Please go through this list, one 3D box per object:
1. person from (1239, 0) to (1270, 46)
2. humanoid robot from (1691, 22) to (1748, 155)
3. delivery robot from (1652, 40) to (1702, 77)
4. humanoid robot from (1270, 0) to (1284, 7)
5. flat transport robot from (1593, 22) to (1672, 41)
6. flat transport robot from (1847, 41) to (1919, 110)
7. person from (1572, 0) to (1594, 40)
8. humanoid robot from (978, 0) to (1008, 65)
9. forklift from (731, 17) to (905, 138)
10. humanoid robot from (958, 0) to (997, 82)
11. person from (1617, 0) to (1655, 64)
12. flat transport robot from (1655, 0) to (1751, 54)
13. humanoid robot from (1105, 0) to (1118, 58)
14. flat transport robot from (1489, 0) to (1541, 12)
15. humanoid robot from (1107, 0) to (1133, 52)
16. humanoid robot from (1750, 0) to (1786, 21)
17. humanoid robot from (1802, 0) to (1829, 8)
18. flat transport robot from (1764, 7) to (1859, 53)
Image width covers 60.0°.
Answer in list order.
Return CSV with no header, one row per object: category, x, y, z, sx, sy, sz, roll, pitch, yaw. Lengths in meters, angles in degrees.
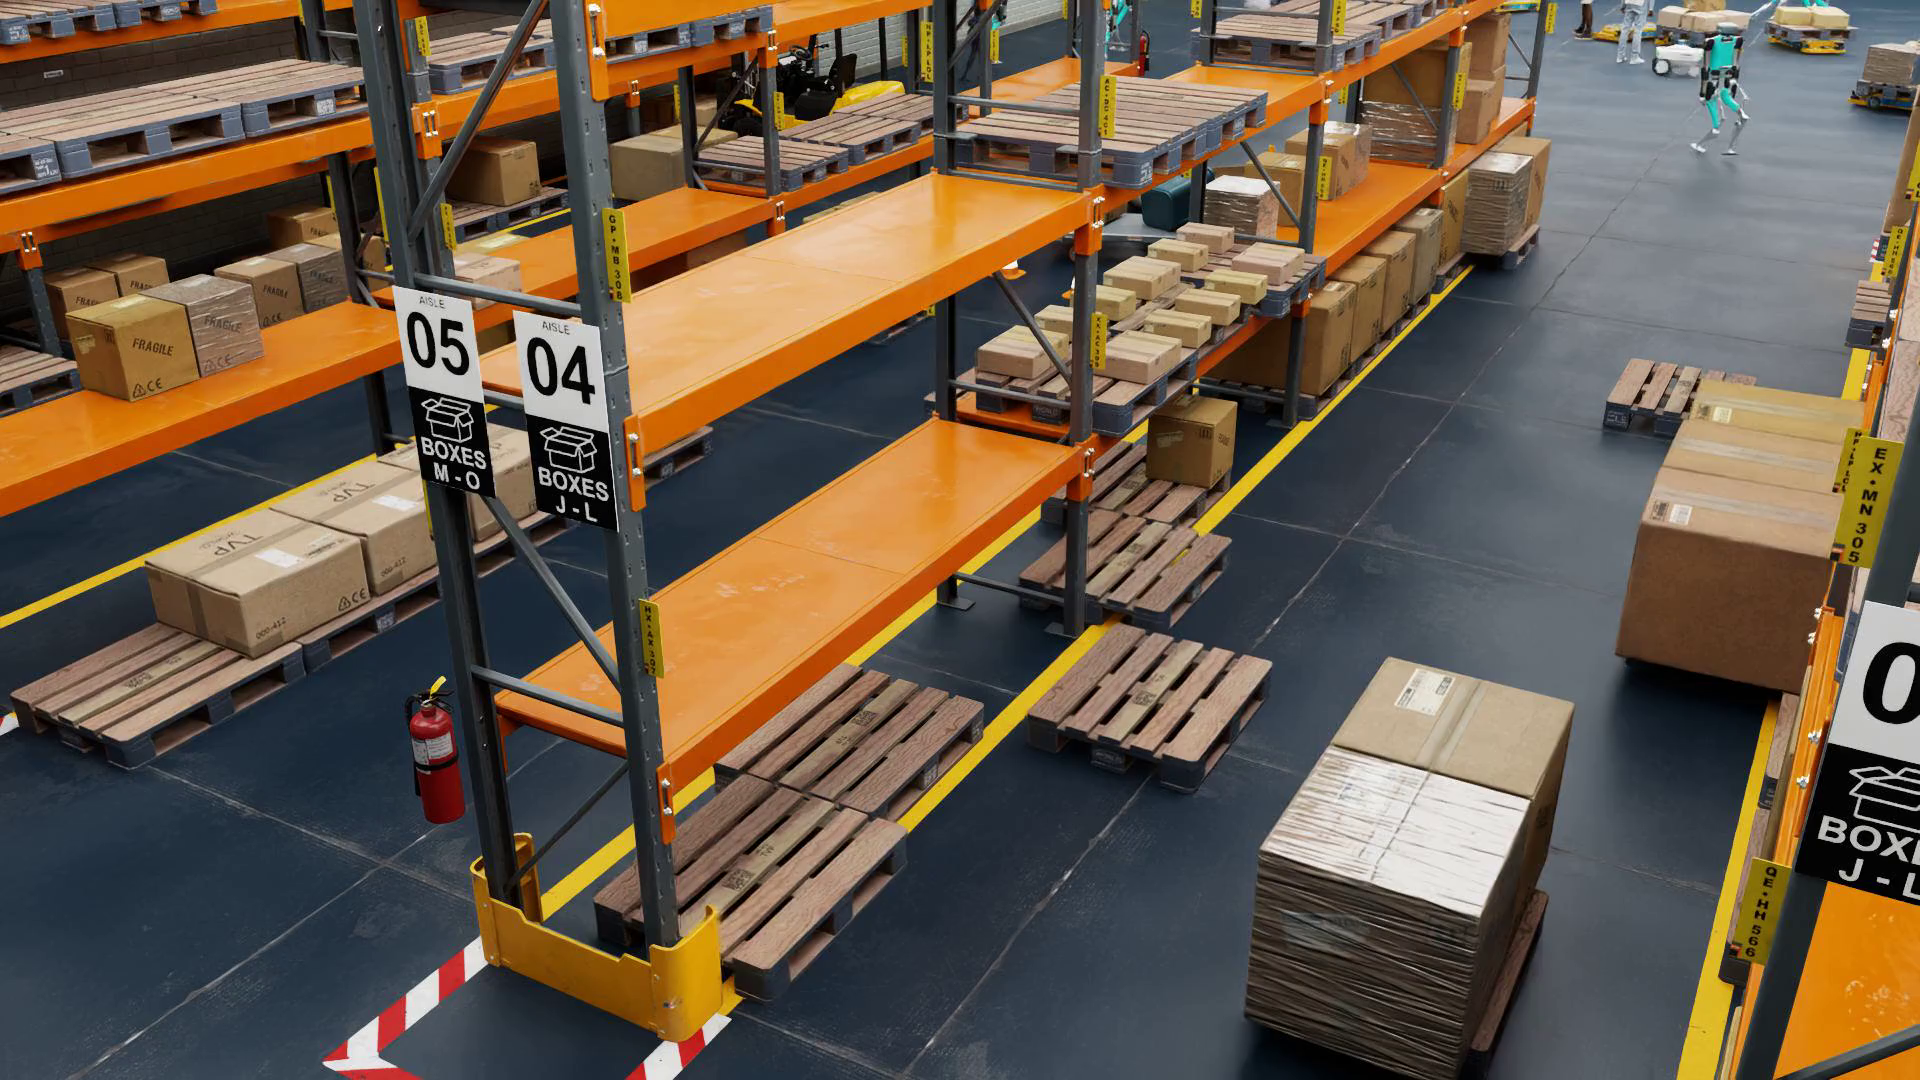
person,4.406,-7.612,25.260,0.483,1.916,0.661,19,32,34
humanoid robot,10.083,-5.851,21.855,0.542,1.754,1.030,-5,26,-10
delivery robot,11.913,-8.007,27.658,0.788,0.601,0.499,8,27,17
humanoid robot,4.887,-7.719,25.759,0.339,1.653,0.610,17,31,32
flat transport robot,12.596,-9.493,31.067,1.431,0.231,0.659,-13,28,-24
flat transport robot,14.270,-6.623,25.104,0.659,0.231,1.431,-20,32,-35
person,11.661,-10.303,30.855,0.619,1.922,0.680,-14,29,-27
humanoid robot,0.458,-8.786,27.757,0.533,1.673,0.735,14,29,26
forklift,-1.819,-5.975,21.543,2.313,2.155,1.214,14,29,26
humanoid robot,0.288,-8.270,26.927,0.706,1.630,0.603,-6,26,-13
person,11.576,-9.143,28.441,0.371,1.916,0.594,-20,32,-36
flat transport robot,13.250,-8.918,29.872,0.659,0.231,1.431,-11,28,-22
humanoid robot,2.256,-8.288,26.830,0.531,1.750,0.718,5,26,11
flat transport robot,11.331,-11.006,34.211,1.431,0.231,0.659,-10,27,-20
humanoid robot,2.807,-9.574,29.537,0.677,1.794,0.533,-16,30,-30
humanoid robot,15.810,-10.873,32.217,0.973,1.722,0.570,0,26,0
humanoid robot,15.878,-10.180,30.830,0.876,1.772,0.555,-5,26,-10
flat transport robot,15.284,-8.976,29.992,0.659,0.231,1.431,-2,26,-4
